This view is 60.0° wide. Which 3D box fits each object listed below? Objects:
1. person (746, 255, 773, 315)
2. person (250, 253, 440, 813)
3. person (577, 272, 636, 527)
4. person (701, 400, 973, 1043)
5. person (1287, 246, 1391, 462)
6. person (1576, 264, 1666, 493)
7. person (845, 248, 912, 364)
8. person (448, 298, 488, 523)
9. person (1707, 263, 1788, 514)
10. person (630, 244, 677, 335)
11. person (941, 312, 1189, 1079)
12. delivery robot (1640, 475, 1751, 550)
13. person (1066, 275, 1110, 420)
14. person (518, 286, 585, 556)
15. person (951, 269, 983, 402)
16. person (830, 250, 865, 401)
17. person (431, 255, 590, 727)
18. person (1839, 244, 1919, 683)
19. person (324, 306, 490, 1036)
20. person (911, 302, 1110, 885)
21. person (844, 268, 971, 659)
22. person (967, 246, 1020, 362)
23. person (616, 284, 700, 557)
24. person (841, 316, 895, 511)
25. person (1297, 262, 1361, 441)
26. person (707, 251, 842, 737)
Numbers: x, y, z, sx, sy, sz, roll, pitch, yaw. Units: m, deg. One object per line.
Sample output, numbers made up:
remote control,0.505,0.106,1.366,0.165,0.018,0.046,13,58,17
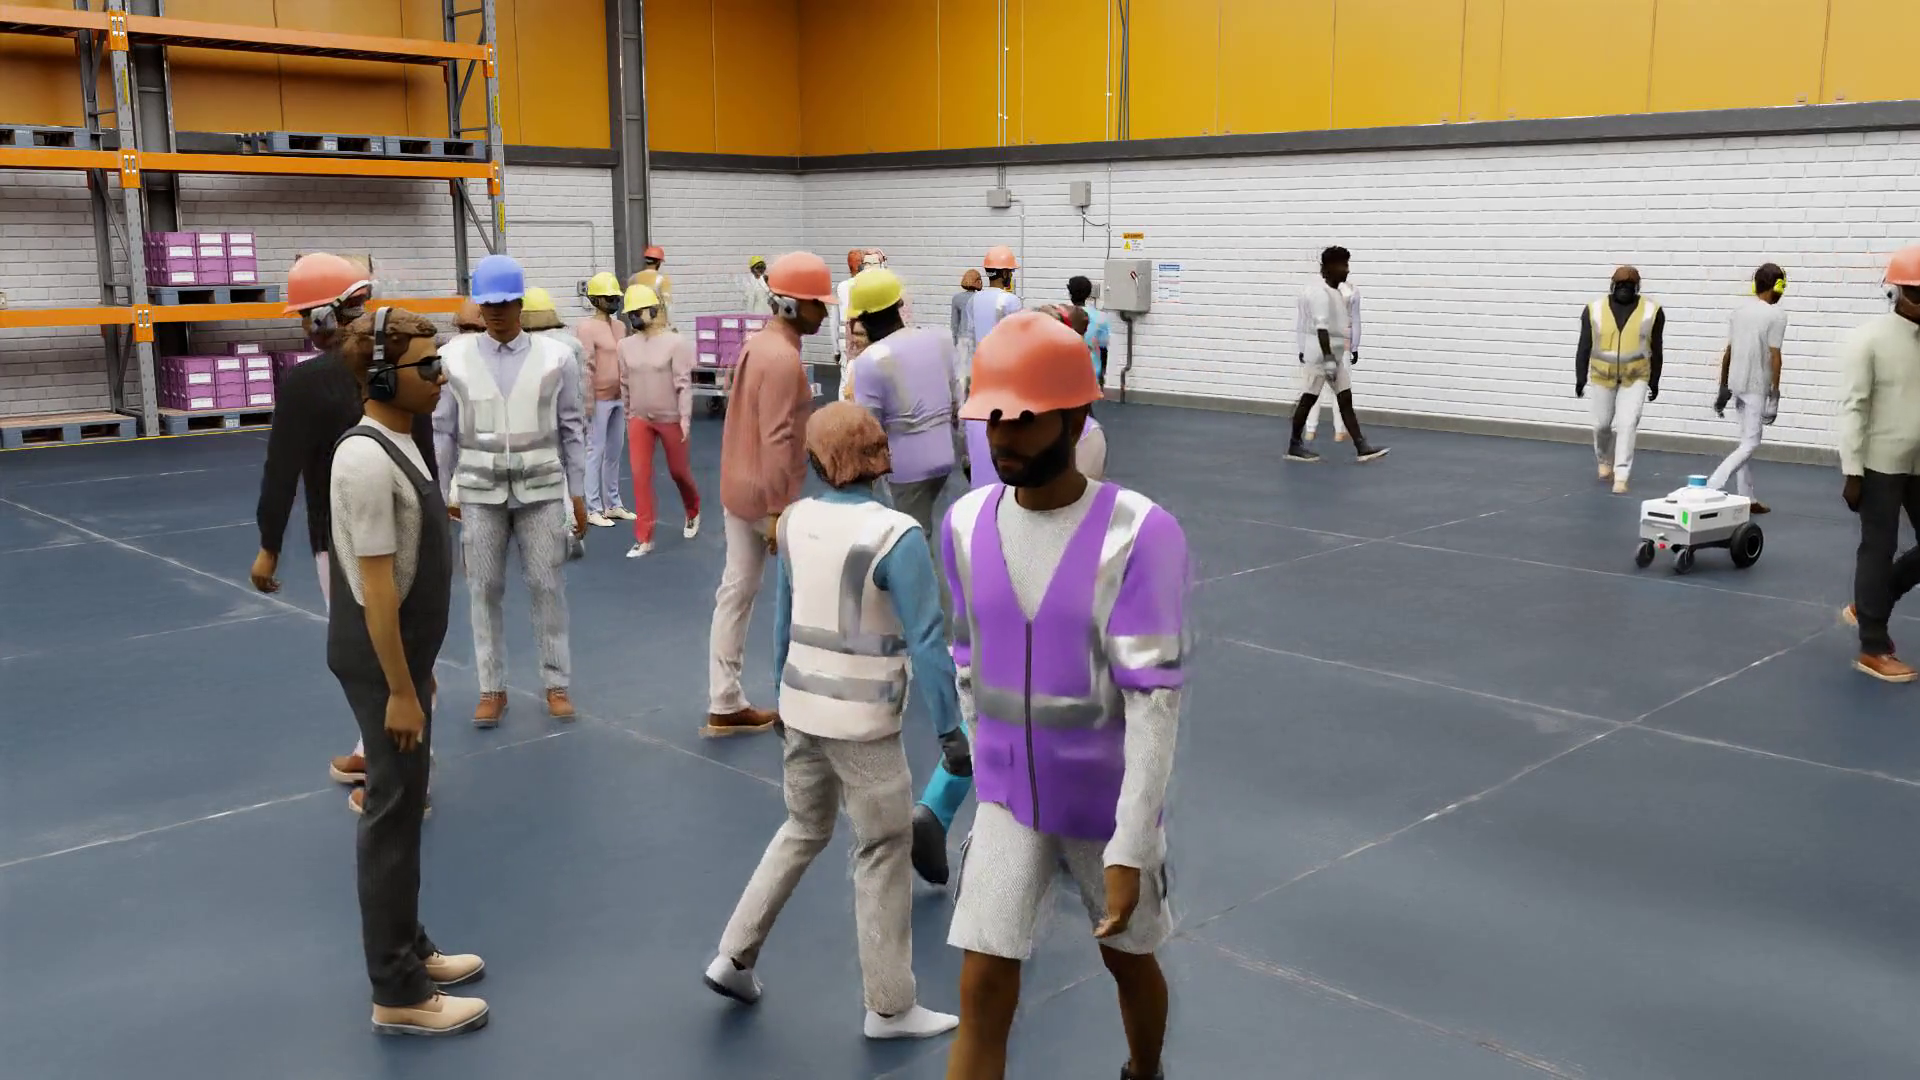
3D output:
person,-2.659,-2.900,22.130,0.327,1.761,0.522,9,14,40
person,-2.175,-0.006,5.816,0.737,1.957,0.608,4,11,23
person,-2.465,-0.983,11.654,0.310,1.768,0.533,4,11,21
person,-0.309,0.475,4.120,0.467,1.626,0.645,-9,13,-39
person,3.358,-1.626,14.725,0.985,1.914,0.619,6,12,31
person,5.284,-1.305,13.326,0.644,1.811,0.756,5,12,26
person,-0.756,-1.626,14.777,0.638,1.909,0.408,5,12,27
person,-3.457,-0.935,11.873,0.512,1.592,0.863,7,12,33
person,5.600,-1.059,11.929,0.686,1.857,0.606,-3,11,-17
person,-3.820,-2.716,20.736,0.585,1.934,0.494,3,11,16
person,0.175,0.506,3.240,0.558,1.872,1.035,6,12,29
delivery robot,4.499,-0.153,10.175,0.707,0.478,0.477,-7,12,-33
person,1.007,-1.428,14.307,0.542,1.685,0.368,-3,11,-15
person,-2.613,-0.759,10.605,0.490,1.704,0.854,-4,11,-20
person,0.140,-2.298,19.183,0.507,1.633,0.278,5,12,25
person,-0.976,-1.829,15.943,0.573,1.884,0.359,6,12,31
person,-1.855,-0.188,6.864,0.643,1.938,0.426,-2,11,-13
person,4.270,-0.347,7.588,0.652,1.981,0.450,-3,11,-14
person,-1.425,0.334,4.257,0.346,1.847,0.506,-3,11,-14
person,0.185,0.182,5.139,0.781,1.824,0.572,-10,14,-44
person,-0.253,-0.348,7.907,0.621,1.868,0.670,8,13,37
person,0.303,-1.315,12.997,0.354,1.939,0.544,-10,14,-44
person,-1.941,-0.793,10.784,0.540,1.727,0.864,2,11,12
person,-0.466,-0.498,9.473,0.851,1.596,0.530,-10,14,-43
person,3.637,-1.893,16.414,0.626,1.844,0.429,4,11,18
person,-0.704,-0.173,6.712,0.762,1.944,0.632,-5,12,-26
